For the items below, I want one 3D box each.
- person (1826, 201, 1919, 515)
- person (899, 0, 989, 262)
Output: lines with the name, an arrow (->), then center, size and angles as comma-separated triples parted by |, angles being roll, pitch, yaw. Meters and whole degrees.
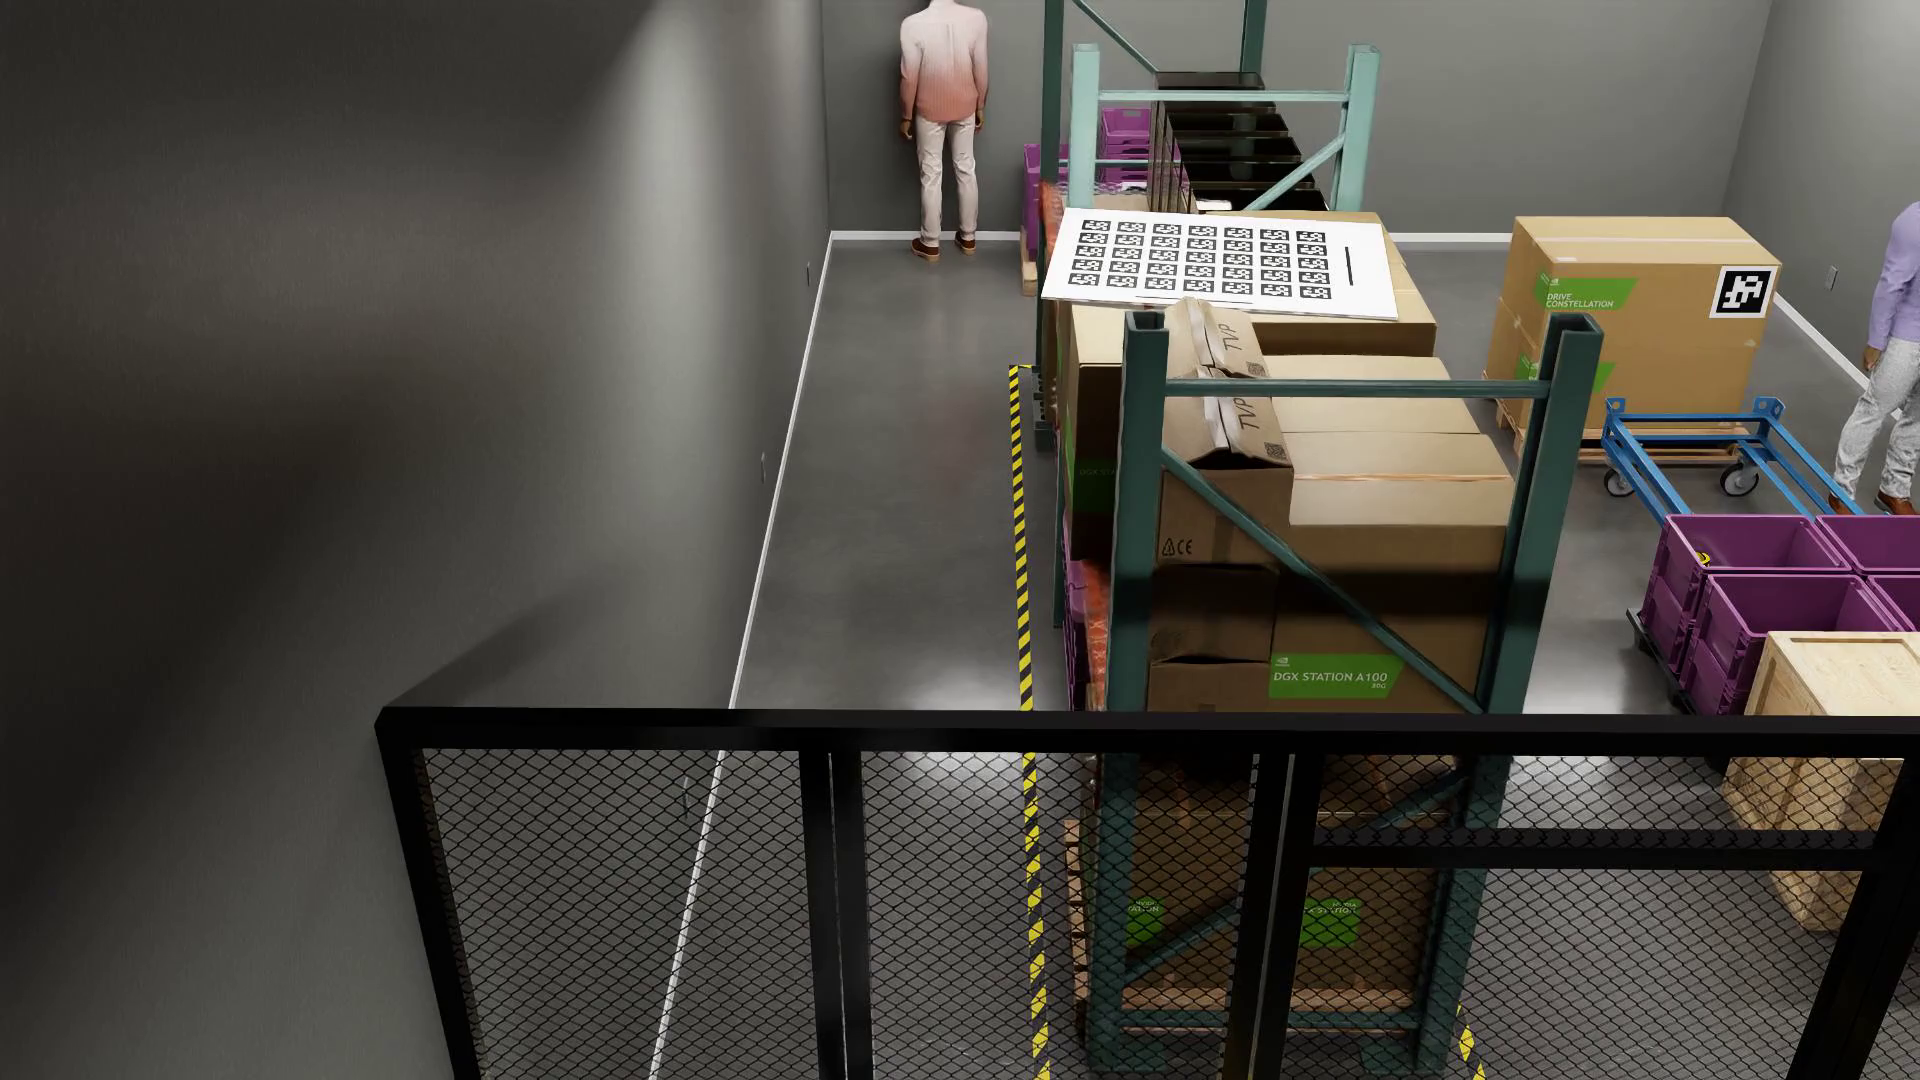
person -> 4.546, -0.944, 7.783 | 0.628, 1.939, 0.375 | 0, 31, 0
person -> -0.111, -2.811, 10.830 | 0.609, 1.995, 0.378 | -12, 33, -19
